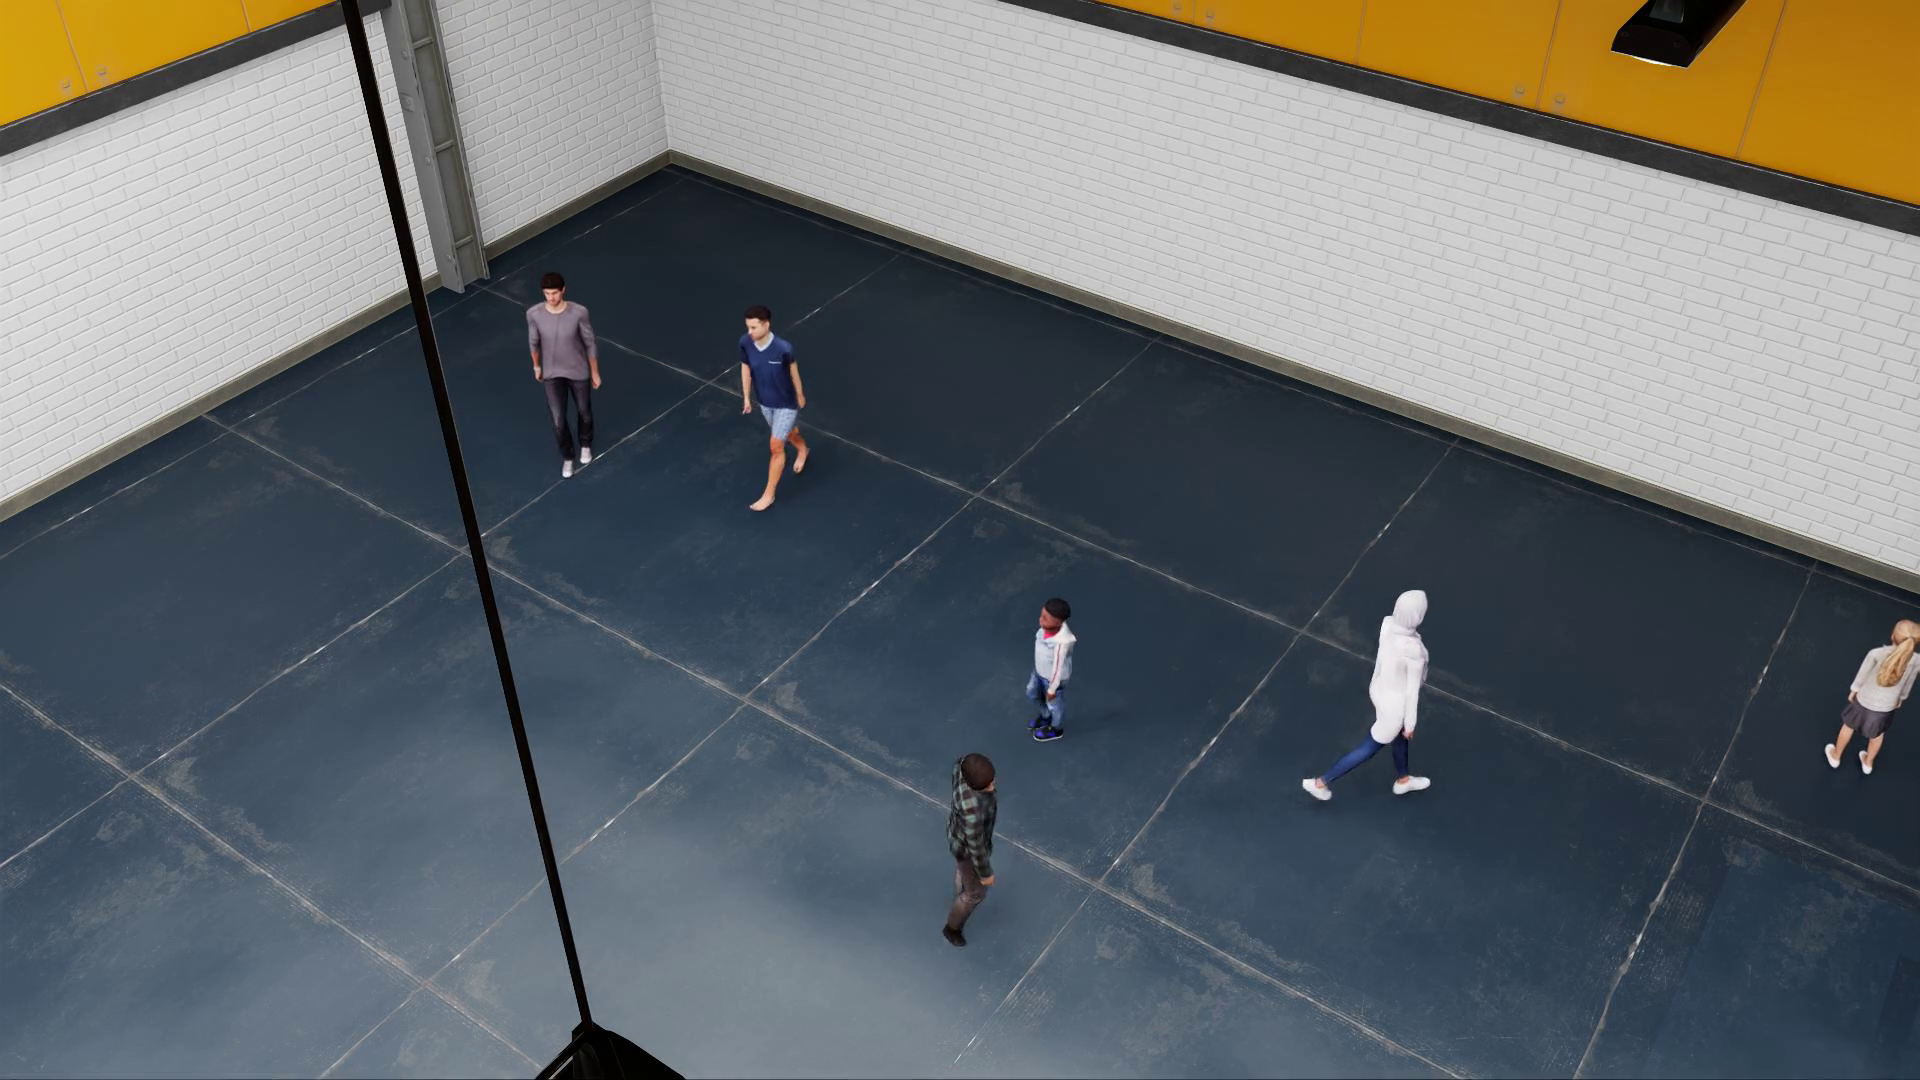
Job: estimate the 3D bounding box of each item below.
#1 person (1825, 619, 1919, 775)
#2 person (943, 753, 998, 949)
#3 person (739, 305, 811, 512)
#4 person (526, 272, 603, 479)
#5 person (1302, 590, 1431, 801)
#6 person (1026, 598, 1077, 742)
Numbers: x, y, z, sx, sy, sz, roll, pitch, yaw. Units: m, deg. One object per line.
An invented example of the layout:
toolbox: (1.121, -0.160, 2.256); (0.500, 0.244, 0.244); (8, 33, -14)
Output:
person: (6.176, 1.048, 11.178); (0.571, 1.272, 0.593); (11, 40, 14)
person: (0.055, 1.766, 10.090); (0.861, 1.681, 0.801); (-13, 41, -16)
person: (-1.449, -1.186, 13.564); (0.709, 1.785, 1.201); (17, 42, 21)
person: (-3.273, -1.456, 13.862); (0.886, 1.836, 0.944); (-5, 39, -6)
person: (2.699, 1.080, 10.768); (1.204, 1.734, 1.150); (-5, 39, -7)
person: (0.690, 0.878, 11.405); (0.644, 1.256, 0.592); (-10, 40, -13)
